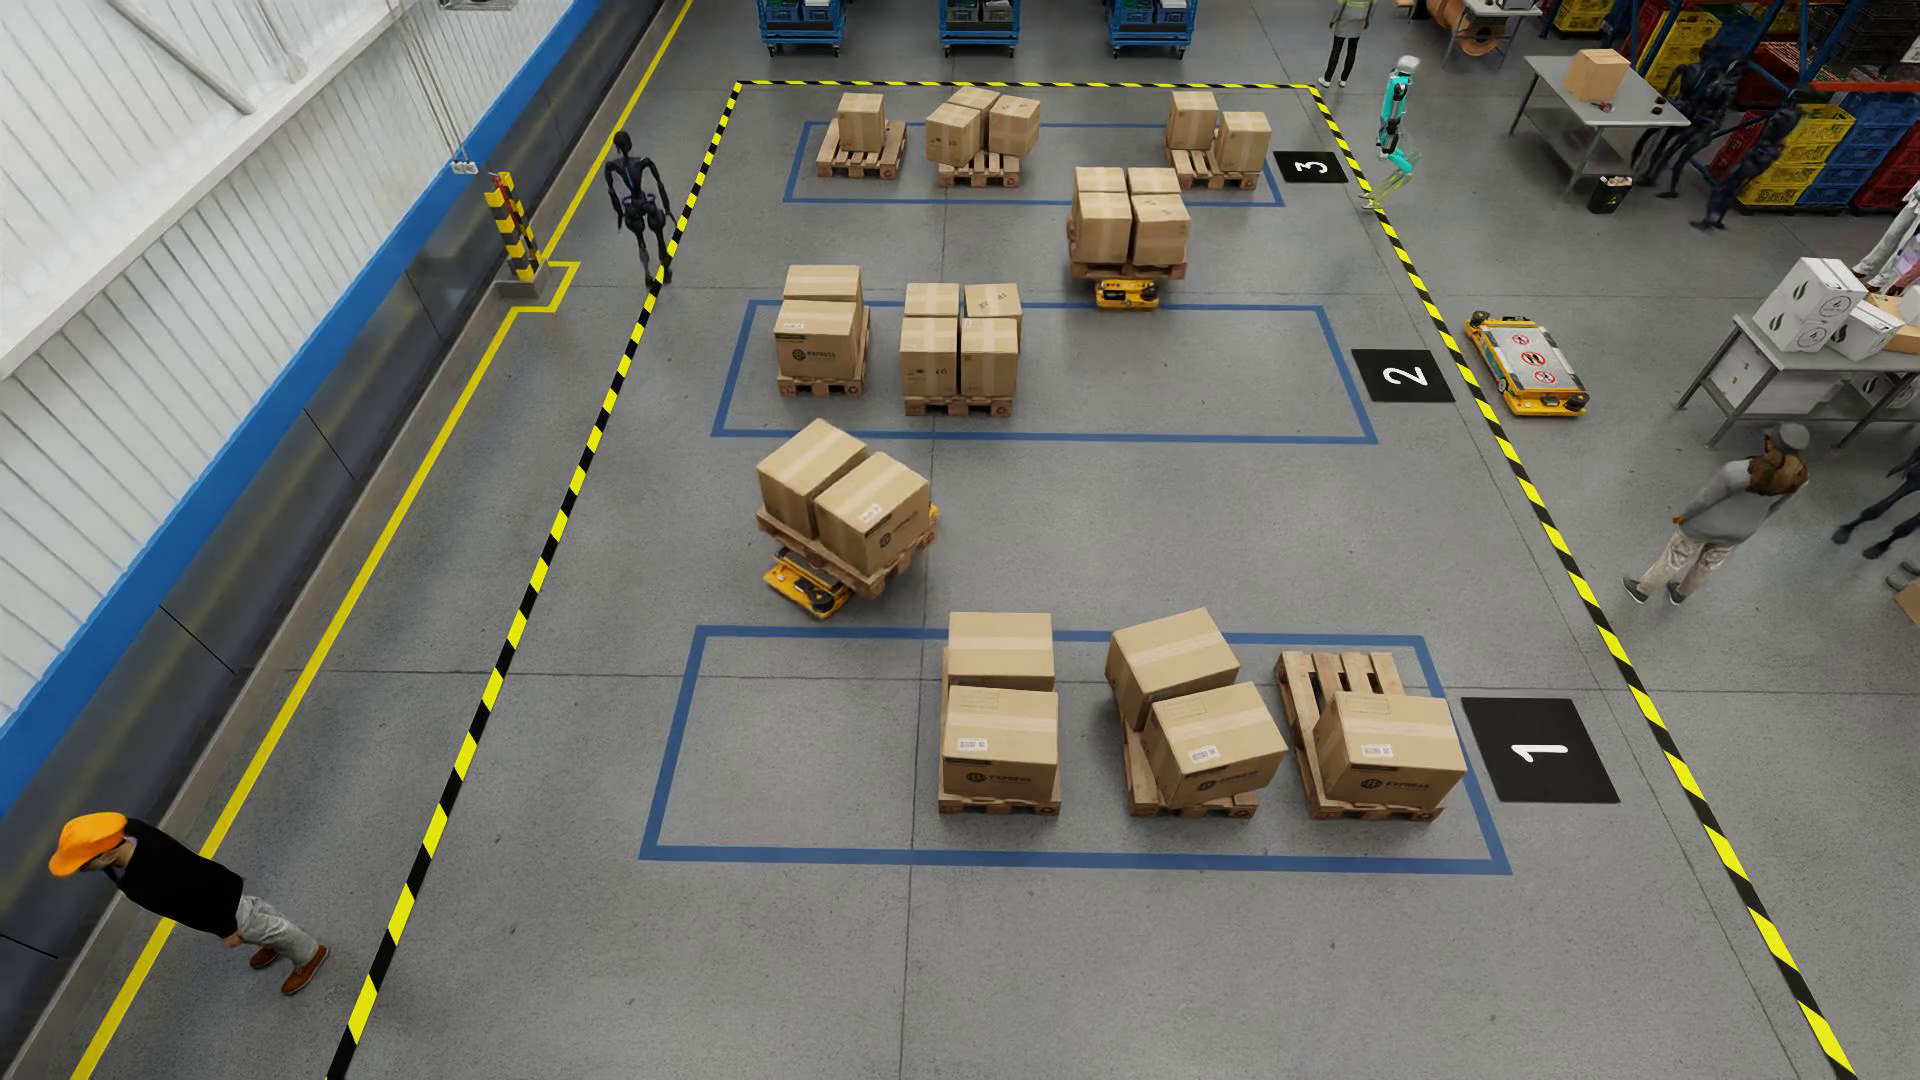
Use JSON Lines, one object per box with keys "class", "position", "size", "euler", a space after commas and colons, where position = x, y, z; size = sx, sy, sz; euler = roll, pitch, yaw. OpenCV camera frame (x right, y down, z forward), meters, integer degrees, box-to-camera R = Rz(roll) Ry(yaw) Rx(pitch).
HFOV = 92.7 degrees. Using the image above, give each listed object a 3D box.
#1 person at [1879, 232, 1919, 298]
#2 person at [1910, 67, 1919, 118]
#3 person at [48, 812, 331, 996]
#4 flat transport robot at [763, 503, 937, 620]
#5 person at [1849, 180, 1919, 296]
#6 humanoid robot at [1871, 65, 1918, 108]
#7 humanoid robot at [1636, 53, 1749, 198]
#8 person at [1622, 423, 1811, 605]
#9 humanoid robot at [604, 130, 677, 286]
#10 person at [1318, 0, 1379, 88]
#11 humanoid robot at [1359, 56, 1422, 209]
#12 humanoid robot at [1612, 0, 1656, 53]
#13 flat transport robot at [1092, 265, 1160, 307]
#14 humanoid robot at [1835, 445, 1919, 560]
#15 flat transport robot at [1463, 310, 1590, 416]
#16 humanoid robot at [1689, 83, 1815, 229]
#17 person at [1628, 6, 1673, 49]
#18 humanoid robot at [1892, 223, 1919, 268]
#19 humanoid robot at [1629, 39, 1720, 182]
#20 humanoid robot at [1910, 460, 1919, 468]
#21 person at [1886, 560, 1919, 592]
{"class": "person", "position": [8.881, -2.551, 8.580], "size": [0.414, 2.034, 0.601], "euler": [33, 57, 25]}
{"class": "person", "position": [12.272, -5.639, 11.402], "size": [0.920, 1.796, 0.635], "euler": [-12, 50, -10]}
{"class": "person", "position": [-3.980, 1.905, 4.817], "size": [0.586, 1.884, 0.361], "euler": [25, 54, 20]}
{"class": "flat transport robot", "position": [-0.881, -0.007, 7.521], "size": [0.652, 0.197, 1.431], "euler": [30, 55, 23]}
{"class": "person", "position": [9.906, -3.403, 9.411], "size": [0.354, 1.883, 0.572], "euler": [3, 49, 3]}
{"class": "humanoid robot", "position": [12.384, -6.145, 11.939], "size": [0.607, 1.655, 0.589], "euler": [19, 52, 15]}
{"class": "humanoid robot", "position": [8.705, -4.860, 10.810], "size": [0.345, 1.655, 0.584], "euler": [3, 49, 3]}
{"class": "person", "position": [5.524, -0.135, 6.657], "size": [0.563, 1.768, 0.398], "euler": [5, 49, 5]}
{"class": "humanoid robot", "position": [-3.294, -3.383, 9.525], "size": [0.616, 1.644, 0.441], "euler": [-7, 49, -6]}
{"class": "person", "position": [5.486, -7.321, 12.823], "size": [0.589, 1.852, 0.374], "euler": [0, 49, 0]}
{"class": "humanoid robot", "position": [5.052, -4.601, 10.455], "size": [0.735, 1.677, 0.533], "euler": [9, 50, 8]}
{"class": "humanoid robot", "position": [10.005, -7.868, 13.431], "size": [0.613, 1.640, 0.617], "euler": [-1, 49, -1]}
{"class": "flat transport robot", "position": [1.802, -3.085, 10.185], "size": [0.652, 0.197, 1.431], "euler": [1, 49, 1]}
{"class": "humanoid robot", "position": [7.567, -0.482, 7.017], "size": [0.329, 1.656, 0.584], "euler": [-25, 54, -20]}
{"class": "flat transport robot", "position": [5.573, -1.757, 9.054], "size": [0.659, 0.231, 1.431], "euler": [1, 49, 1]}
{"class": "humanoid robot", "position": [8.948, -4.278, 10.297], "size": [0.608, 1.649, 0.320], "euler": [-23, 53, -18]}
{"class": "person", "position": [10.617, -8.149, 13.465], "size": [0.367, 1.965, 0.606], "euler": [-4, 49, -3]}
{"class": "humanoid robot", "position": [9.493, -2.731, 8.837], "size": [0.735, 1.677, 0.533], "euler": [-10, 50, -9]}
{"class": "humanoid robot", "position": [8.619, -5.168, 11.069], "size": [0.596, 1.652, 0.321], "euler": [3, 49, 3]}
{"class": "humanoid robot", "position": [8.724, -1.265, 7.652], "size": [1.034, 1.714, 0.531], "euler": [-26, 54, -21]}
{"class": "person", "position": [7.703, -0.264, 6.660], "size": [0.602, 1.939, 0.411], "euler": [-30, 56, -24]}
